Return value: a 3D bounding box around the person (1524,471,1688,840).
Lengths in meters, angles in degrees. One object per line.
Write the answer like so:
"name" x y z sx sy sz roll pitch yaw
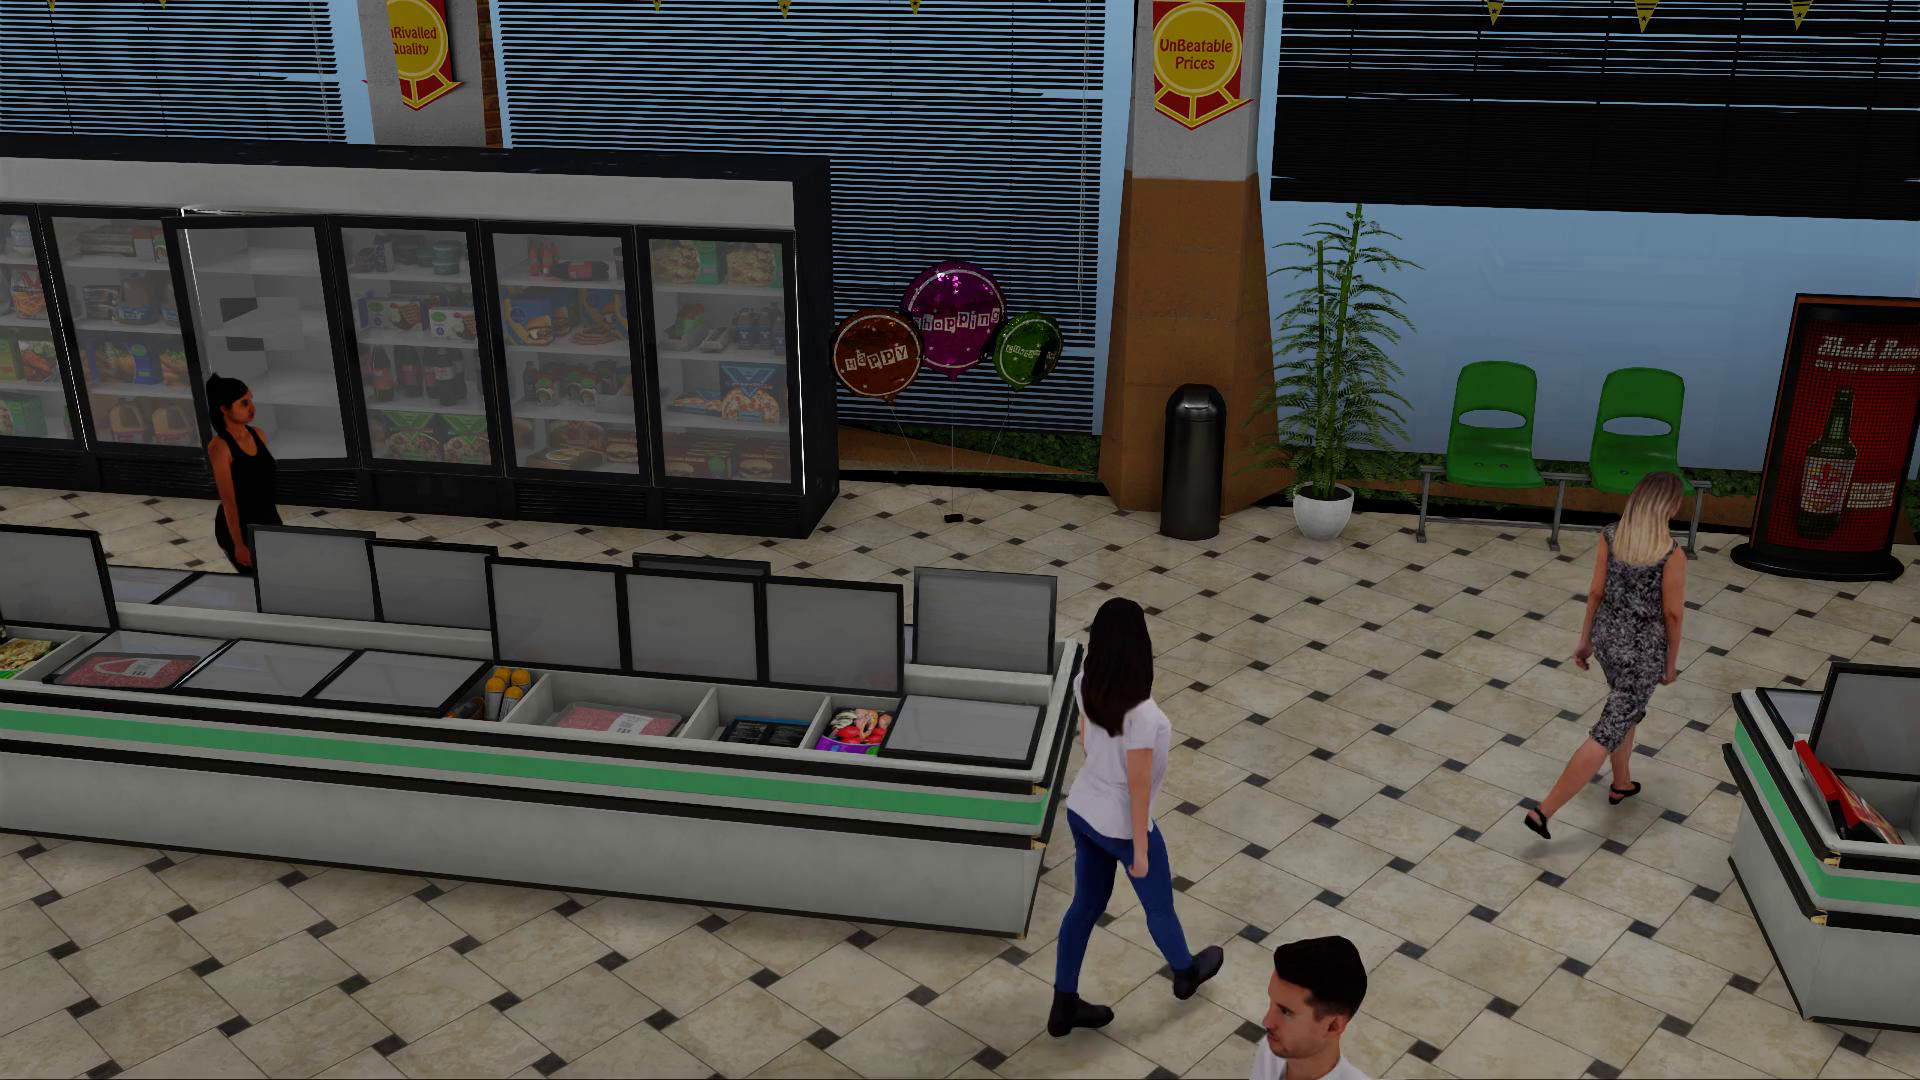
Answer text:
"person" 2.790 0.549 7.151 1.162 1.661 1.023 -12 25 -27

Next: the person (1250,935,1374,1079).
"person" 0.880 1.744 3.936 1.141 1.839 0.996 -10 24 -23

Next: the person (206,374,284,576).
"person" -3.766 -0.057 8.666 0.738 1.656 0.598 5 22 11

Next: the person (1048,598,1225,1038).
"person" 0.470 1.059 5.916 1.119 1.635 1.039 -11 24 -26
